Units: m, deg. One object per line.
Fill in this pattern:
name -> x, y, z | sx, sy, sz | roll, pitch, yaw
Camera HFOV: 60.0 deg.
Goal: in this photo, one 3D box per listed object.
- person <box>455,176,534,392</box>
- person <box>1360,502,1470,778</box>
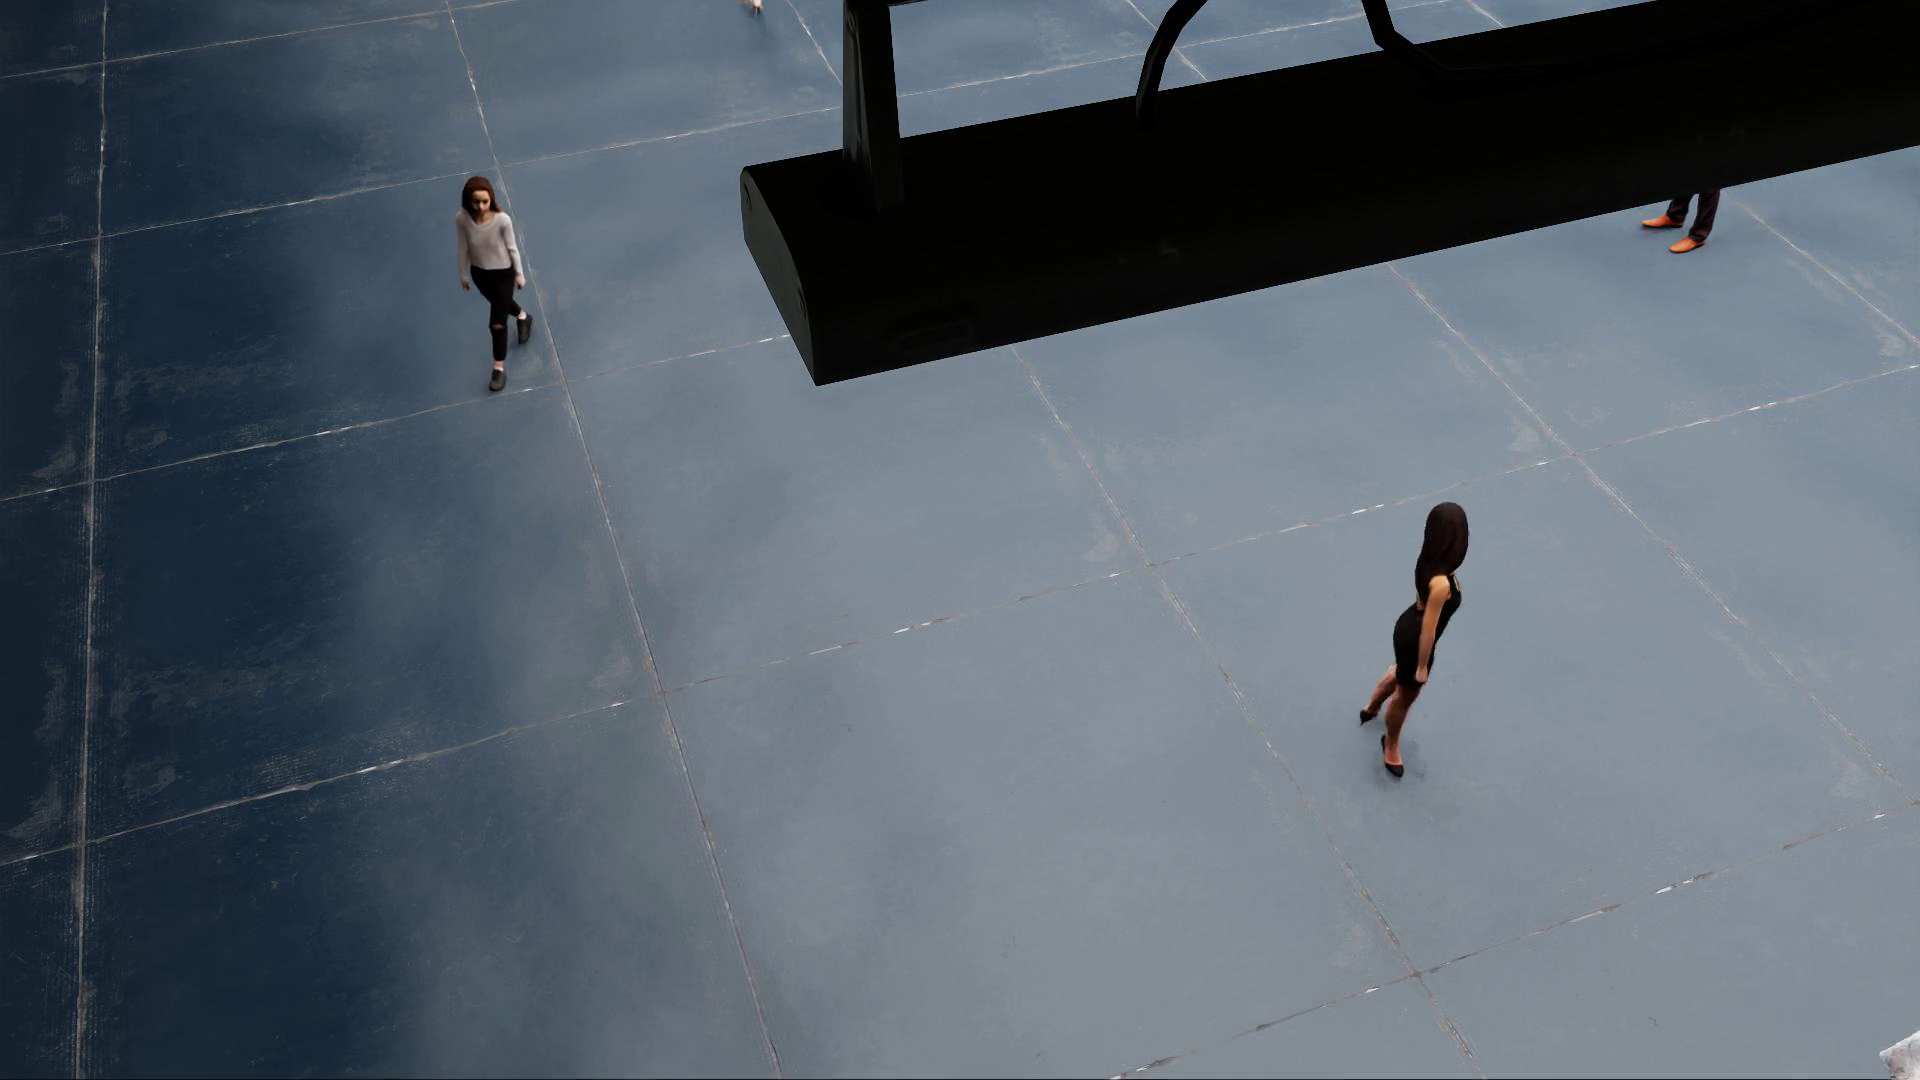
person -> -3.068, -1.794, 11.011 | 0.867, 1.448, 1.102 | 5, 43, 5
person -> 2.287, 0.555, 8.375 | 0.800, 1.614, 0.687 | 20, 47, 20
